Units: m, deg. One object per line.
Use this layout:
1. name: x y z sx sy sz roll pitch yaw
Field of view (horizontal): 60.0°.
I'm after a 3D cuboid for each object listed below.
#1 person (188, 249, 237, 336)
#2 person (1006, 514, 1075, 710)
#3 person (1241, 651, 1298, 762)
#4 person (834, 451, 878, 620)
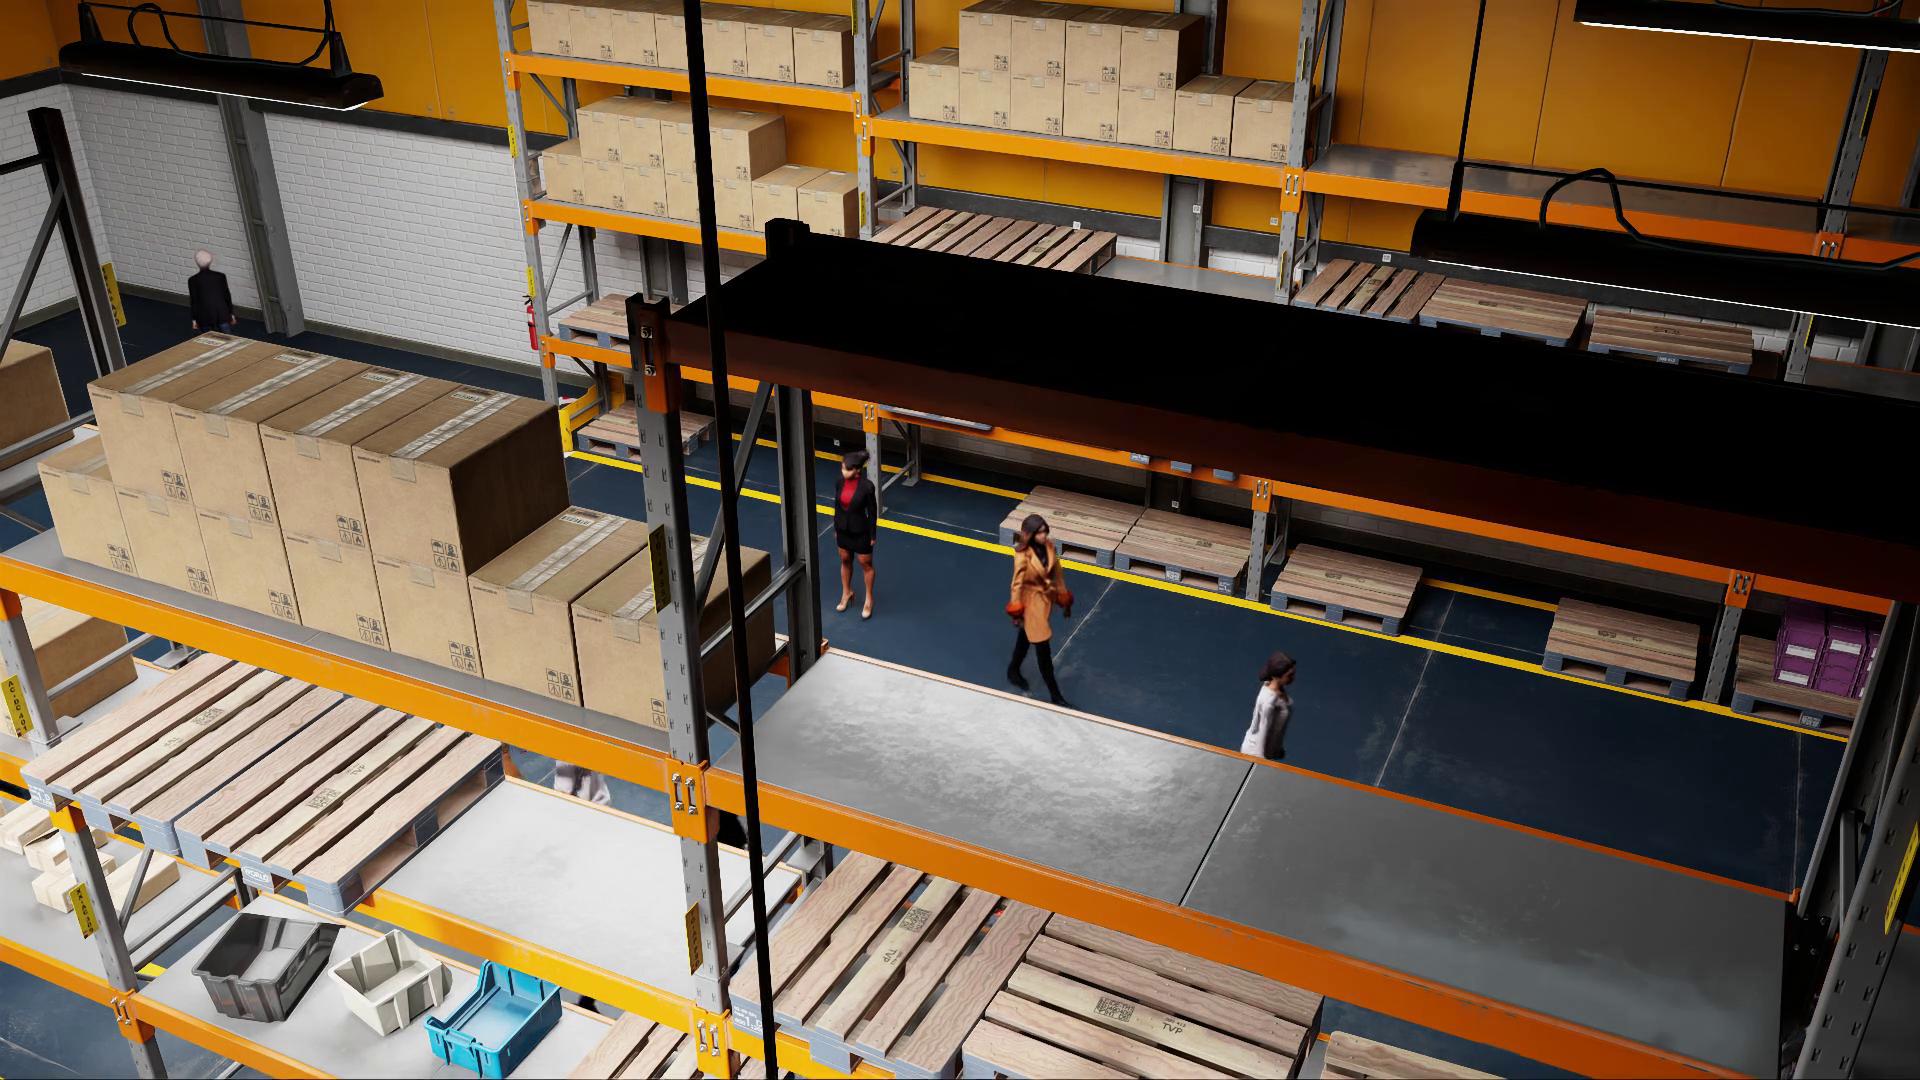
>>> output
1. person: -9.208 -2.709 20.449 0.839 1.784 0.753 -20 34 -32
2. person: 0.560 0.540 13.860 0.979 1.688 1.194 -24 37 -37
3. person: 2.126 1.524 11.988 0.779 1.753 0.628 7 29 12
4. person: -0.949 -0.049 14.989 0.533 1.640 0.632 14 32 24
